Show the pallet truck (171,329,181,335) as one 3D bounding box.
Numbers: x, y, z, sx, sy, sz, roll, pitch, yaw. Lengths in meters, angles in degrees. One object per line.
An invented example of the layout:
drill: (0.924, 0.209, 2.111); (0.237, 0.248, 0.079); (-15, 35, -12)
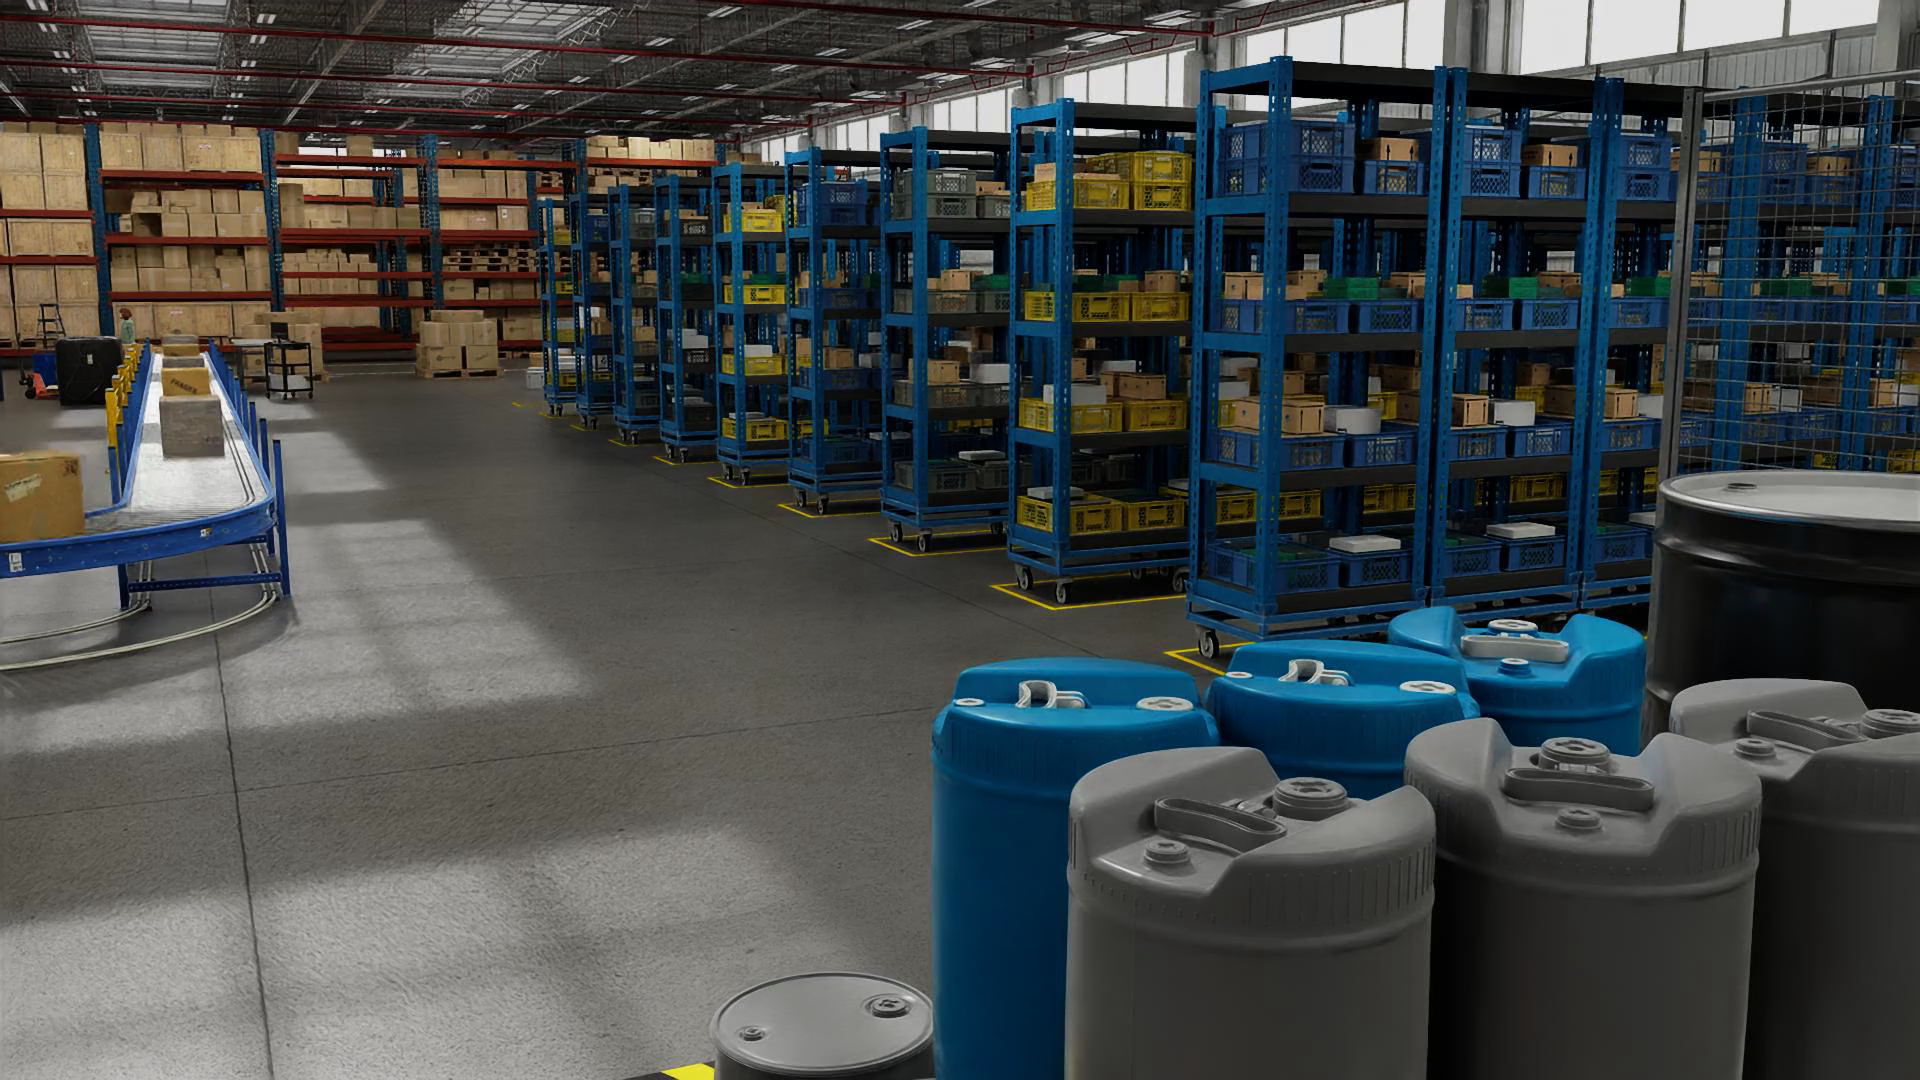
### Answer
pallet truck: (-17.275, -3.851, 35.096); (1.601, 1.201, 0.680); (0, 9, 1)

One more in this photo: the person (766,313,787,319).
person: (-3.520, -3.731, 32.455); (0.674, 1.842, 0.814); (8, 12, 40)

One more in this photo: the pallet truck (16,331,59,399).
pallet truck: (-17.082, -3.353, 31.781); (1.630, 1.274, 0.653); (-4, 10, -25)

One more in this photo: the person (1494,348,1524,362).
person: (5.306, -1.113, 16.186); (0.563, 1.847, 0.388); (-7, 11, -37)

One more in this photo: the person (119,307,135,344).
person: (-18.423, -4.330, 36.807); (0.501, 1.633, 0.280); (8, 12, 40)

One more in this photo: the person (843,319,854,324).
person: (-3.313, -6.370, 48.620); (0.647, 1.901, 0.938); (6, 11, 35)
